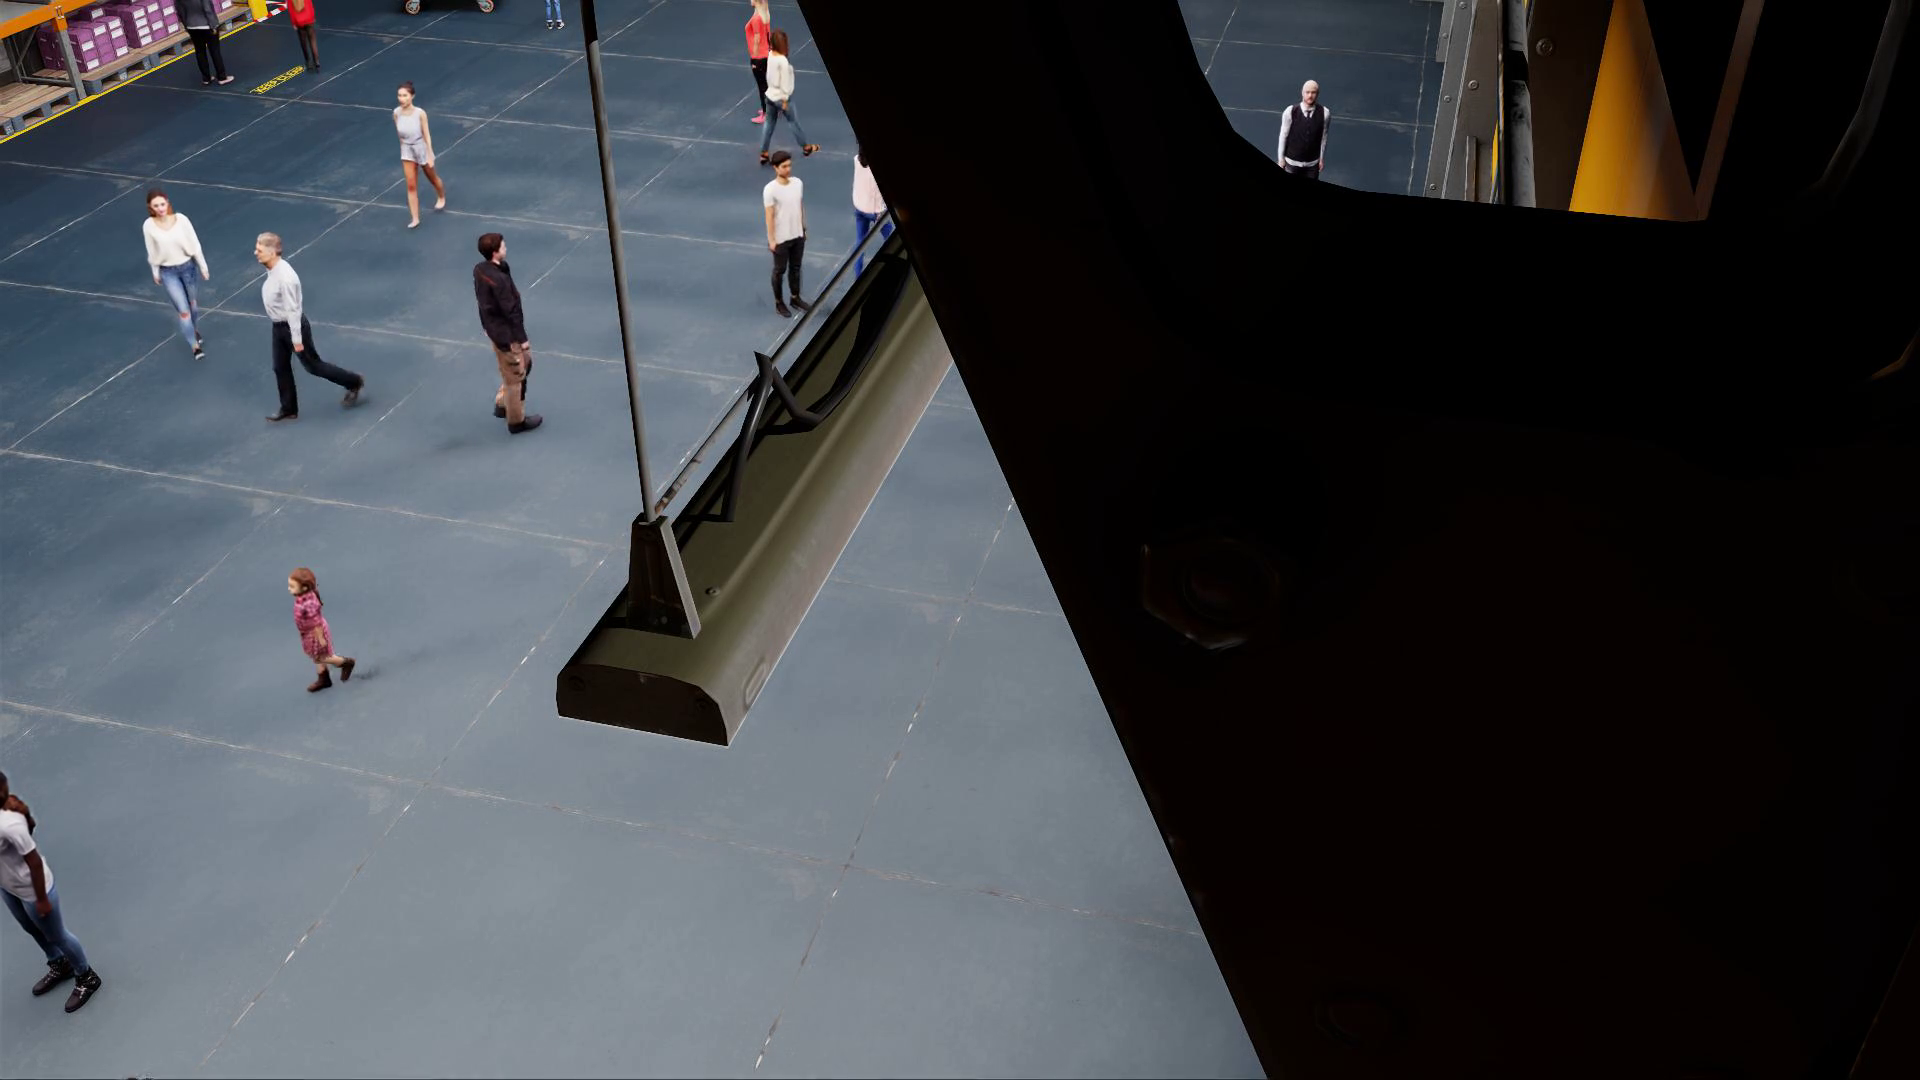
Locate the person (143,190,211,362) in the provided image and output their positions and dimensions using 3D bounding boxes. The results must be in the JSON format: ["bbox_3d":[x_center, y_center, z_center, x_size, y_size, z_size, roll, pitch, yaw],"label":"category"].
[{"bbox_3d":[-7.619,-2.615,16.197,1.095,1.646,1.132,-19,38,-26],"label":"person"}]

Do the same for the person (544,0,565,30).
[{"bbox_3d":[-6.238,-8.418,25.311,0.571,1.221,0.566,-3,34,-5],"label":"person"}]

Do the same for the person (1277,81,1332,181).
[{"bbox_3d":[3.779,-4.178,18.389,0.749,1.823,0.681,0,34,0],"label":"person"}]

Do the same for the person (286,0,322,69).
[{"bbox_3d":[-9.325,-7.356,23.679,0.817,1.259,0.964,-11,35,-17],"label":"person"}]

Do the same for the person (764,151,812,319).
[{"bbox_3d":[-1.765,-3.132,16.906,0.655,1.722,0.766,-27,42,-35],"label":"person"}]

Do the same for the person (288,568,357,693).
[{"bbox_3d":[-4.578,0.630,11.886,0.659,1.014,0.594,-20,38,-27],"label":"person"}]

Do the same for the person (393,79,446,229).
[{"bbox_3d":[-6.162,-4.438,19.012,0.676,1.566,1.108,5,34,7],"label":"person"}]

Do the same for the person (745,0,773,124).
[{"bbox_3d":[-2.583,-6.318,21.724,0.650,1.695,0.466,7,34,10],"label":"person"}]

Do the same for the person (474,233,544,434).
[{"bbox_3d":[-4.094,-1.791,14.715,0.908,1.914,0.852,-20,38,-27],"label":"person"}]

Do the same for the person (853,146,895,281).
[{"bbox_3d":[-0.994,-3.381,17.267,0.885,1.738,1.038,26,42,34],"label":"person"}]

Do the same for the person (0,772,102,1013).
[{"bbox_3d":[-5.215,1.935,9.286,0.634,1.719,0.597,18,37,25],"label":"person"}]

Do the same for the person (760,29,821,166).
[{"bbox_3d":[-2.288,-5.382,20.358,1.122,1.649,1.019,-22,39,-29],"label":"person"}]

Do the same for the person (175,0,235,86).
[{"bbox_3d":[-10.490,-7.108,23.001,0.668,1.597,0.653,6,34,9],"label":"person"}]

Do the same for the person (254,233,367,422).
[{"bbox_3d":[-5.959,-1.934,15.042,1.248,1.791,1.121,-22,40,-30],"label":"person"}]
